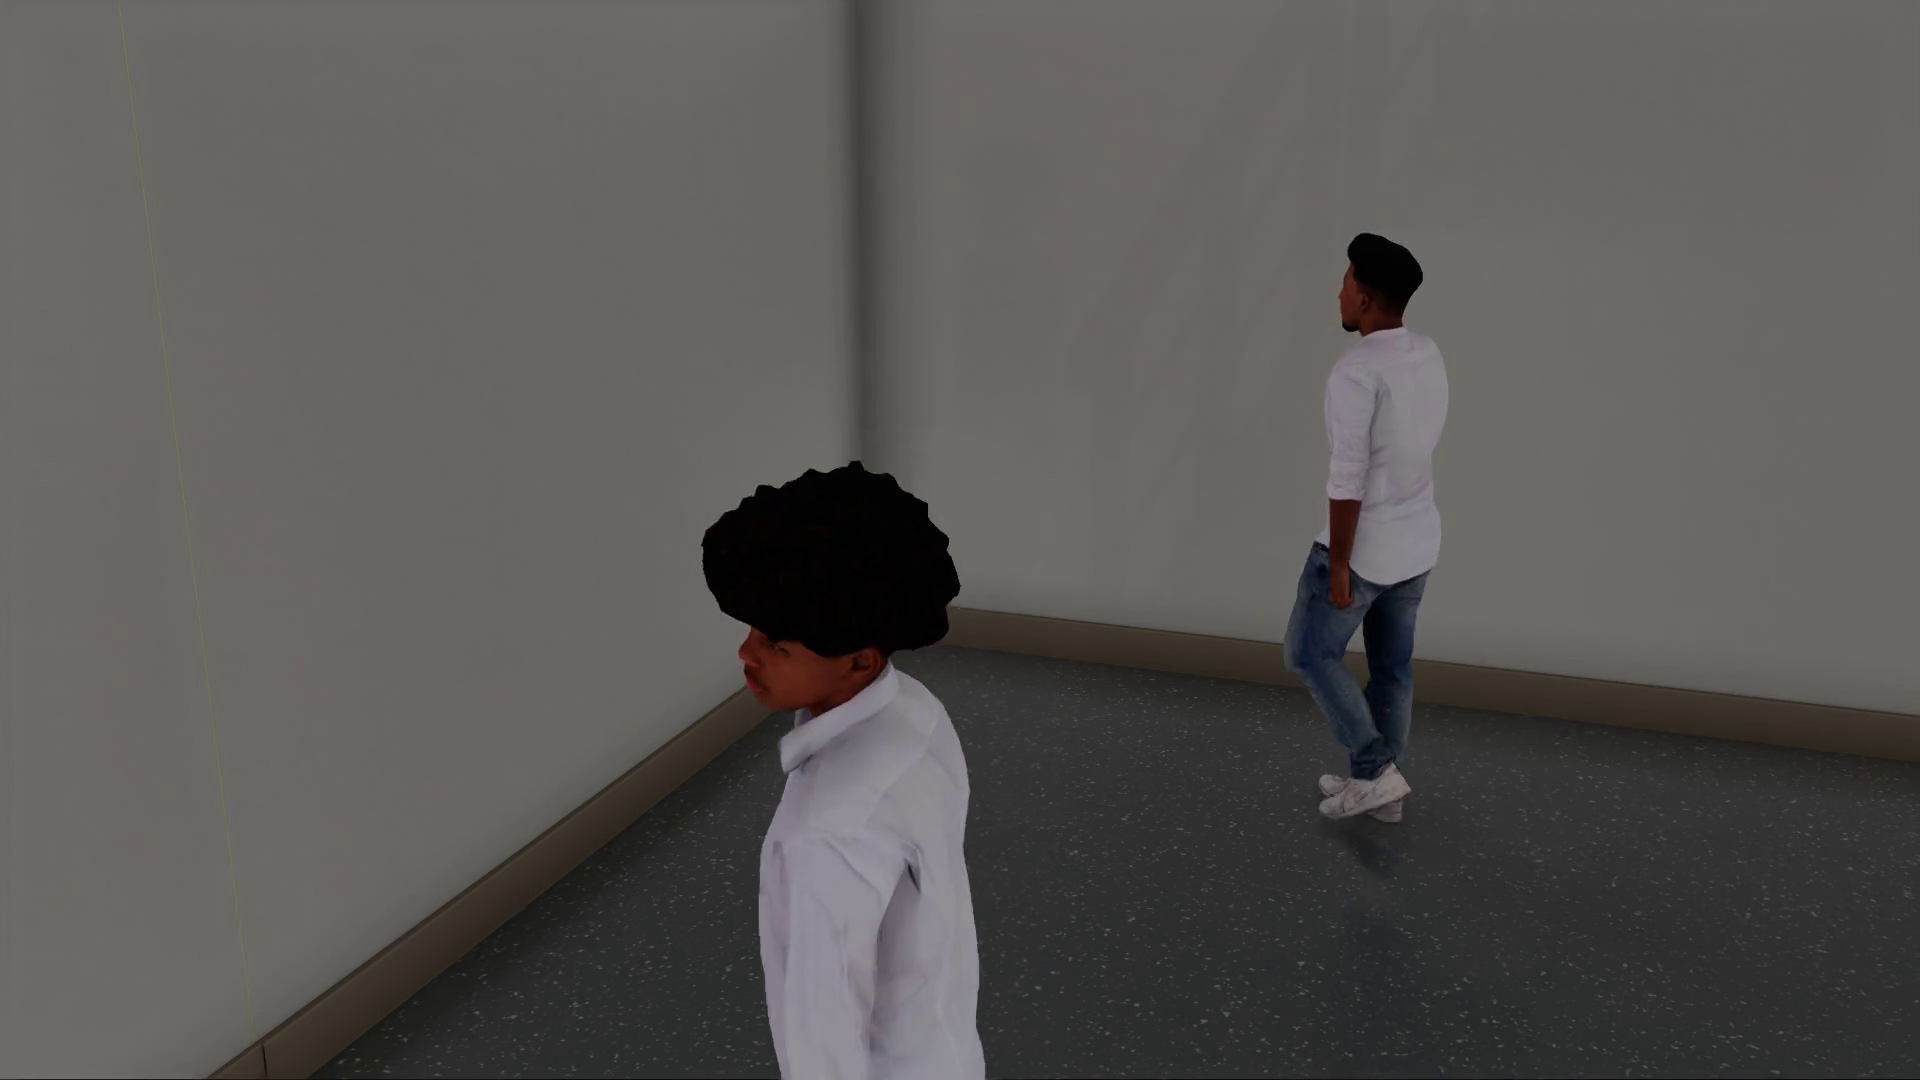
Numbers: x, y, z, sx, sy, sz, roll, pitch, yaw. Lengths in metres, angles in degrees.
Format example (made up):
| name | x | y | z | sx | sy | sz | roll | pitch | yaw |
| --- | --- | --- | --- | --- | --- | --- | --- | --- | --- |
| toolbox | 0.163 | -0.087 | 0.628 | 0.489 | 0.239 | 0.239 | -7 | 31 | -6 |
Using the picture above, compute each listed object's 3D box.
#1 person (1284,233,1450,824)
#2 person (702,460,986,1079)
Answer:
| name | x | y | z | sx | sy | sz | roll | pitch | yaw |
| --- | --- | --- | --- | --- | --- | --- | --- | --- | --- |
| person | 1.300 | 0.015 | 4.938 | 0.785 | 1.801 | 0.858 | -11 | 19 | -35 |
| person | -0.086 | 0.757 | 2.320 | 0.860 | 1.792 | 0.733 | 3 | 16 | 11 |
